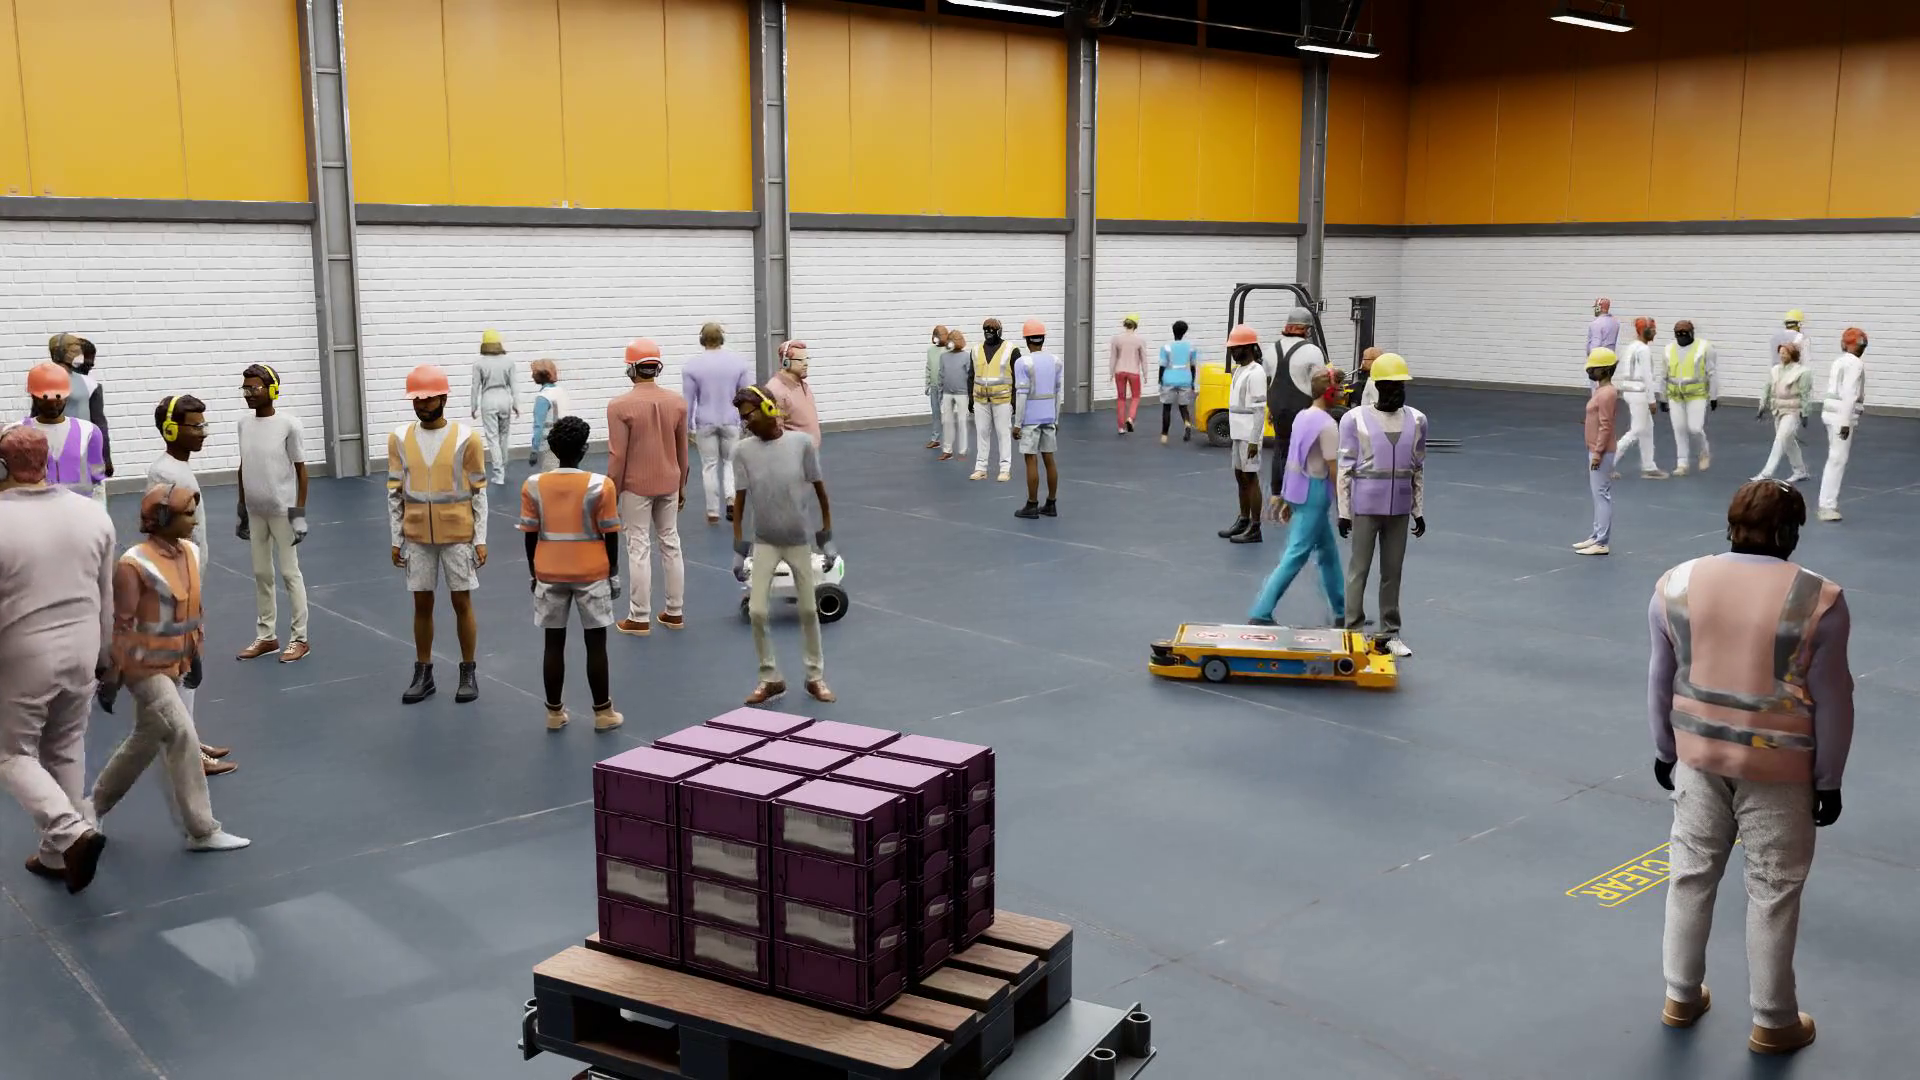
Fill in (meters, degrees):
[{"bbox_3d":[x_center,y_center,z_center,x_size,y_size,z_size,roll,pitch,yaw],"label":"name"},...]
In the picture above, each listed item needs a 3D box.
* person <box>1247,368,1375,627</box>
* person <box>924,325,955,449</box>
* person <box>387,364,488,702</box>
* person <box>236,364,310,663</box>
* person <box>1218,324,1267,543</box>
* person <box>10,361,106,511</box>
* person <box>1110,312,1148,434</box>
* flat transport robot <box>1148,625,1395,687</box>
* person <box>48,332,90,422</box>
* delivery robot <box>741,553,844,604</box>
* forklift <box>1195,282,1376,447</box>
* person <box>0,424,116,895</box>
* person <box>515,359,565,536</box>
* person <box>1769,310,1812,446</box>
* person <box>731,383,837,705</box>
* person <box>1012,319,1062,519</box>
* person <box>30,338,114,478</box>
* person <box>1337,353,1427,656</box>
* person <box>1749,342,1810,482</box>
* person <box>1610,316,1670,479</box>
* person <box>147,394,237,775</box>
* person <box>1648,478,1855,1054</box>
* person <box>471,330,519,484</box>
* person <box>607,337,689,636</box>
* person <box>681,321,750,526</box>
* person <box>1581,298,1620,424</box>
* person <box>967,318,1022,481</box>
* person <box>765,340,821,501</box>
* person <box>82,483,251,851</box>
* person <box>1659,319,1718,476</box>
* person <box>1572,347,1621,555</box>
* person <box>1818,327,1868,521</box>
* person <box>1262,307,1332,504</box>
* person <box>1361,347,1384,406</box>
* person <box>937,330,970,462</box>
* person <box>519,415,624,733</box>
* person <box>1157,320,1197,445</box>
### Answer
[{"bbox_3d":[2.370,-0.247,11.184,0.931,1.803,0.562,-1,10,-4],"label":"person"},{"bbox_3d":[-0.246,-2.004,21.864,0.507,1.632,0.272,6,12,34],"label":"person"},{"bbox_3d":[-2.958,-0.029,9.415,0.551,1.935,0.375,0,10,-2],"label":"person"},{"bbox_3d":[-4.313,-0.165,10.402,0.520,1.873,0.328,3,10,17],"label":"person"},{"bbox_3d":[2.500,-0.936,14.729,0.377,1.932,0.552,-2,10,-10],"label":"person"},{"bbox_3d":[-5.242,-0.073,9.684,0.543,1.933,0.363,-7,12,-36],"label":"person"},{"bbox_3d":[2.401,-2.368,23.651,0.562,1.746,0.459,3,10,18],"label":"person"},{"bbox_3d":[1.892,0.685,10.101,1.431,0.197,0.652,2,10,11],"label":"flat transport robot"},{"bbox_3d":[-7.053,-0.677,13.206,0.372,1.940,0.632,-2,10,-9],"label":"person"},{"bbox_3d":[-1.178,0.235,11.633,0.707,0.478,0.477,-2,10,-10],"label":"delivery robot"},{"bbox_3d":[4.328,-2.346,22.227,2.313,2.155,1.214,3,10,16],"label":"forklift"},{"bbox_3d":[-3.605,0.483,6.560,0.653,1.887,0.650,5,11,29],"label":"person"},{"bbox_3d":[-3.735,-0.808,14.880,0.550,1.622,0.535,0,10,1],"label":"person"},{"bbox_3d":[11.175,-2.178,22.399,0.478,1.809,0.654,-5,11,-27],"label":"person"},{"bbox_3d":[-0.986,0.030,9.388,0.586,1.834,0.392,0,10,-1],"label":"person"},{"bbox_3d":[0.725,-1.168,16.102,0.547,1.930,0.382,-7,12,-35],"label":"person"},{"bbox_3d":[-7.251,-0.686,13.471,0.670,1.873,0.450,1,10,5],"label":"person"},{"bbox_3d":[2.668,-0.214,10.515,0.593,1.930,0.355,-2,10,-12],"label":"person"},{"bbox_3d":[9.170,-1.405,18.491,0.883,1.593,0.532,-3,10,-16],"label":"person"},{"bbox_3d":[7.685,-1.604,18.866,0.729,1.868,0.589,2,10,12],"label":"person"},{"bbox_3d":[-3.797,0.220,8.164,0.317,1.865,0.523,-5,11,-27],"label":"person"},{"bbox_3d":[2.531,0.717,5.348,0.429,1.838,0.621,-9,13,-43],"label":"person"},{"bbox_3d":[-5.270,-1.508,18.765,0.505,1.700,0.817,-6,12,-33],"label":"person"},{"bbox_3d":[-2.097,-0.357,11.166,0.612,1.995,0.382,-9,13,-42],"label":"person"},{"bbox_3d":[-2.284,-1.079,15.584,0.651,1.927,0.467,-3,10,-18],"label":"person"},{"bbox_3d":[9.661,-2.701,25.148,0.652,1.906,0.402,-8,13,-40],"label":"person"},{"bbox_3d":[0.370,-1.577,18.755,0.634,1.841,0.429,4,10,22],"label":"person"},{"bbox_3d":[-1.252,-0.558,12.601,0.402,1.906,0.652,3,10,17],"label":"person"},{"bbox_3d":[-3.479,0.544,7.072,0.781,1.593,0.552,0,10,3],"label":"person"},{"bbox_3d":[8.398,-1.638,19.203,0.502,1.814,0.668,-8,13,-41],"label":"person"},{"bbox_3d":[5.430,-0.754,14.160,0.309,1.769,0.524,3,10,17],"label":"person"},{"bbox_3d":[8.530,-1.116,16.061,0.373,1.854,0.750,2,10,14],"label":"person"},{"bbox_3d":[3.419,-1.343,16.801,0.537,2.000,0.695,-8,12,-39],"label":"person"},{"bbox_3d":[4.097,-1.095,16.535,0.282,1.634,0.498,3,10,16],"label":"person"},{"bbox_3d":[-0.059,-1.773,20.580,0.528,1.629,0.329,5,11,26],"label":"person"},{"bbox_3d":[-2.054,0.190,8.832,0.537,1.695,0.321,1,10,6],"label":"person"},{"bbox_3d":[2.919,-2.096,22.245,0.567,1.674,0.515,-1,10,-5],"label":"person"}]
